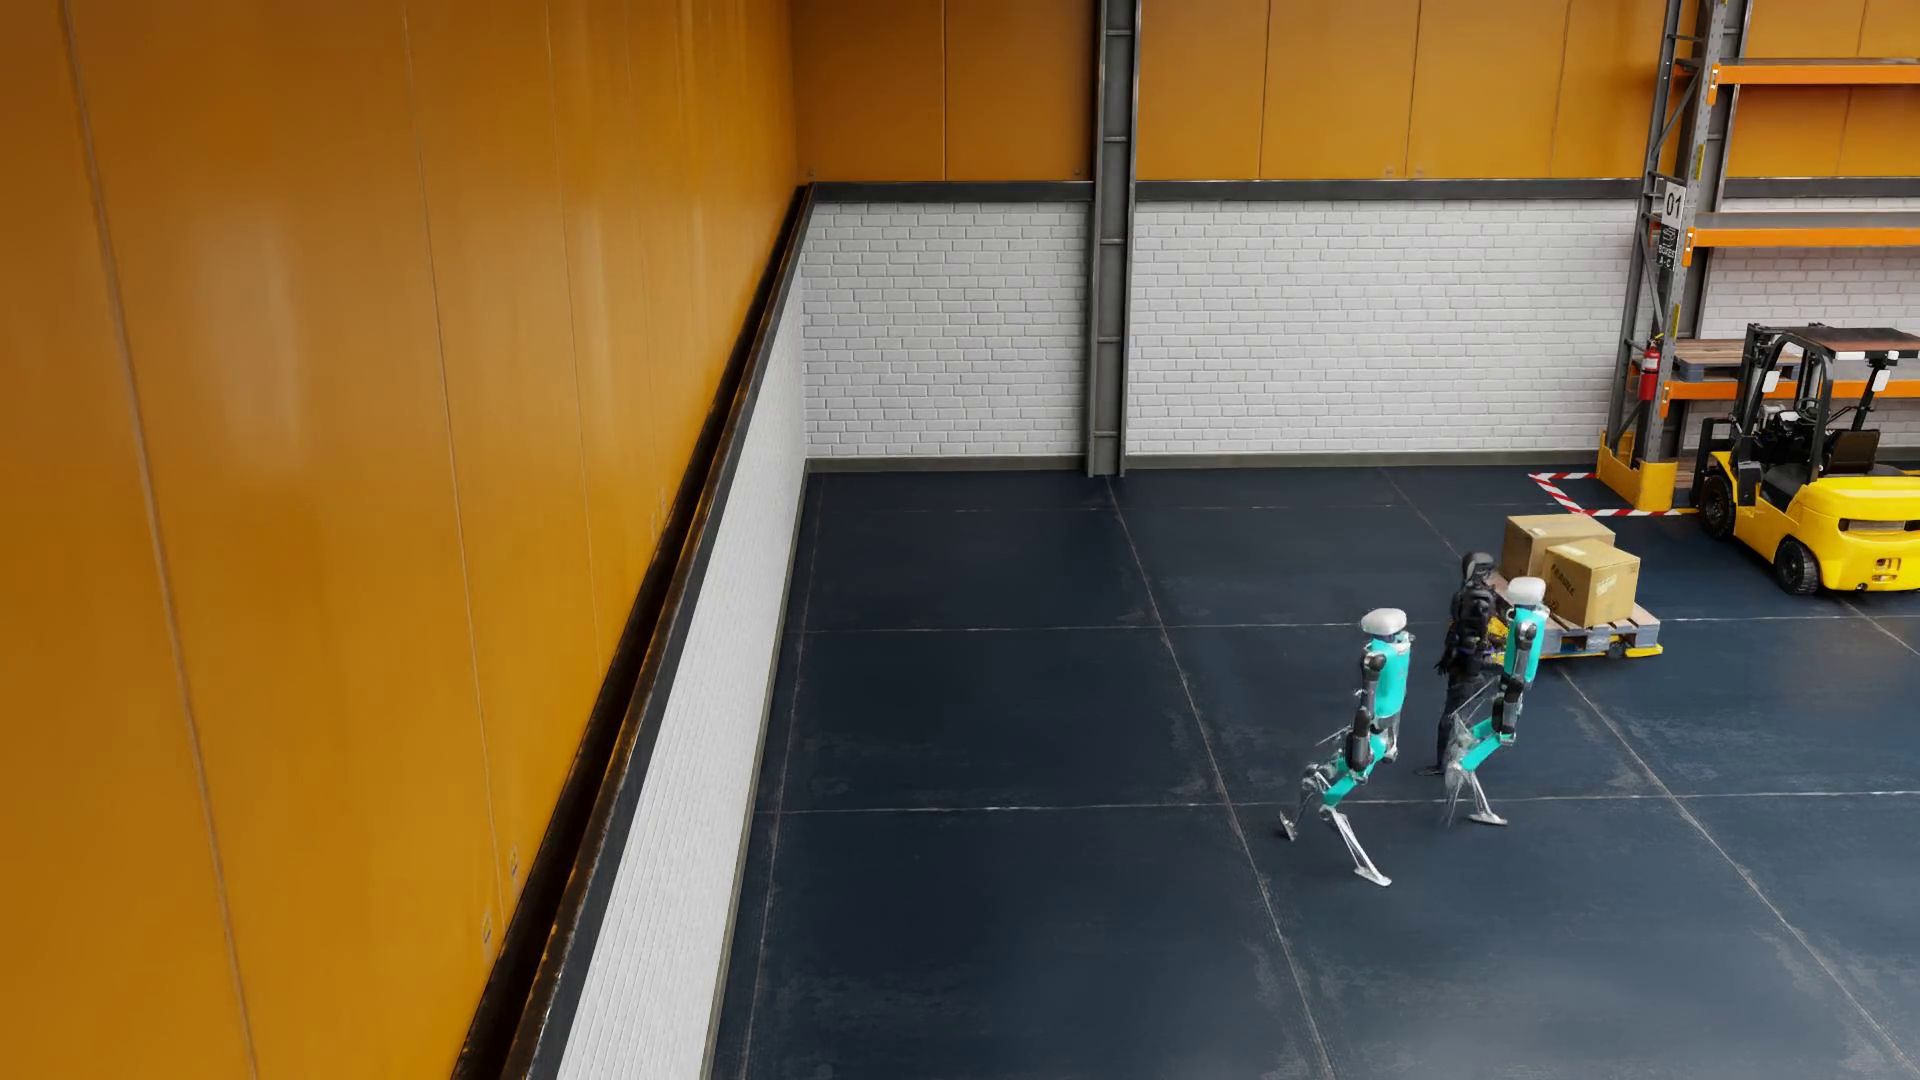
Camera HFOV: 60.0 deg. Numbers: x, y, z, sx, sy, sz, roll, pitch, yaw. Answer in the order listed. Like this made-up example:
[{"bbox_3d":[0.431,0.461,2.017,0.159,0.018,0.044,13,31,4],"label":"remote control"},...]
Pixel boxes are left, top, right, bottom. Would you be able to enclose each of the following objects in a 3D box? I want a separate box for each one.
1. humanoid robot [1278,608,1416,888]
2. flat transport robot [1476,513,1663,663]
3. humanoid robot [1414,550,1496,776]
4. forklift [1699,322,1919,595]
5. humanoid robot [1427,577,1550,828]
[{"bbox_3d":[2.298,1.205,10.216,0.936,1.806,0.539,16,26,36],"label":"humanoid robot"},{"bbox_3d":[4.863,0.759,13.494,1.431,0.231,0.659,-3,20,-7],"label":"flat transport robot"},{"bbox_3d":[3.456,0.847,11.253,0.630,1.637,0.603,0,20,0],"label":"humanoid robot"},{"bbox_3d":[7.809,-0.792,14.926,1.214,2.155,2.313,-1,20,-2],"label":"forklift"},{"bbox_3d":[3.285,1.098,10.601,0.730,1.896,0.555,8,22,21],"label":"humanoid robot"}]
